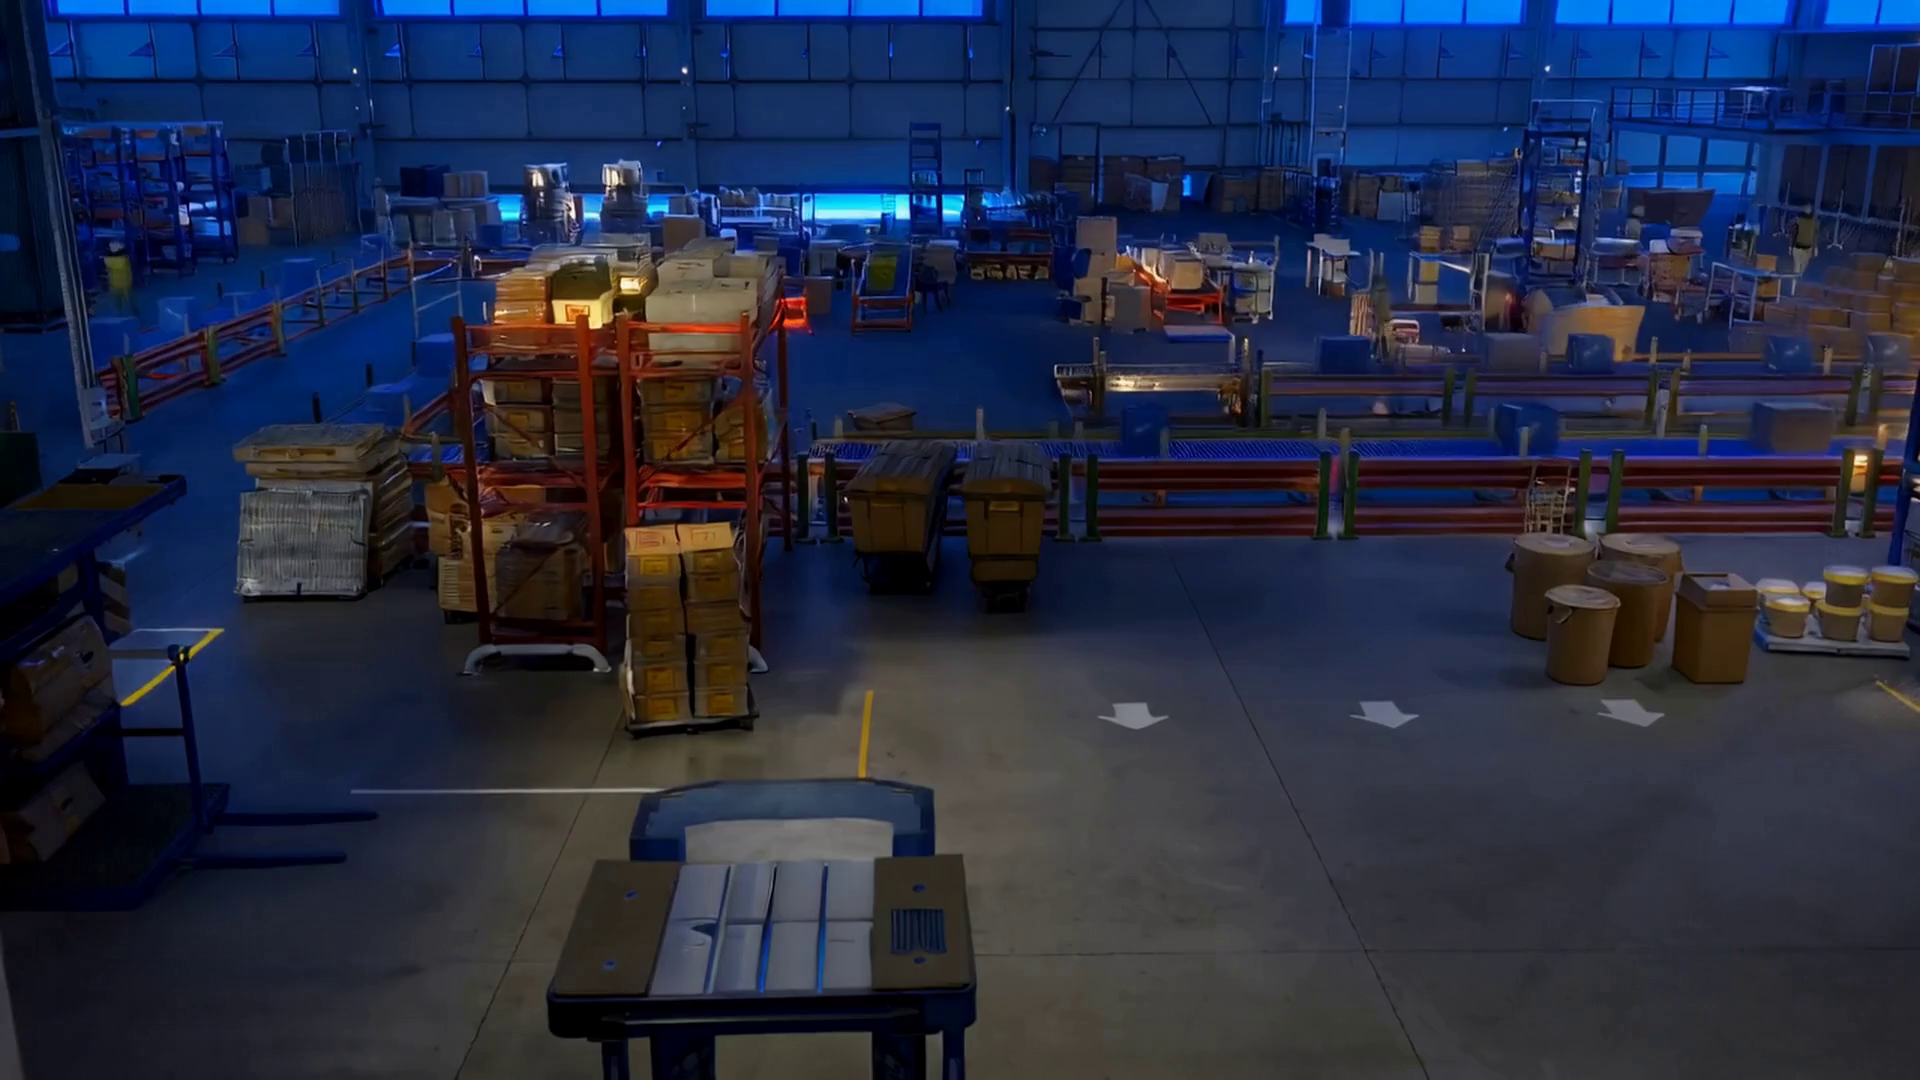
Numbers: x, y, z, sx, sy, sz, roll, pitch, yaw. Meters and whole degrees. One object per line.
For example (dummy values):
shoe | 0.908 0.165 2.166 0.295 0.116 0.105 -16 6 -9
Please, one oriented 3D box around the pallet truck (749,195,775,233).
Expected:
pallet truck | -6.051 -9.967 50.660 0.680 1.201 1.601 0 16 -1

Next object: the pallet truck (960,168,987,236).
pallet truck | 0.383 -10.230 50.206 0.823 1.965 1.885 -1 16 -3

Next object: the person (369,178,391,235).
person | -16.047 -8.963 45.858 0.781 1.964 0.541 7 18 24

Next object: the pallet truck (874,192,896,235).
pallet truck | -2.277 -9.986 50.594 0.653 1.274 1.630 0 16 -1

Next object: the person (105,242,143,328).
person | -16.199 -4.893 32.144 0.530 1.727 0.904 1 16 4

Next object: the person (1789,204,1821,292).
person | 19.285 -6.684 37.978 0.614 1.948 1.018 4 17 14

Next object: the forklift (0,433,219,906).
forklift | -5.952 0.780 10.366 1.873 2.768 1.129 0 16 -1

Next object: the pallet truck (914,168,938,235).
pallet truck | -0.989 -10.316 50.507 0.823 1.965 1.885 1 16 3

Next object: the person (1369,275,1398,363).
person | 7.126 -3.697 28.239 0.834 1.576 0.524 -2 16 -6

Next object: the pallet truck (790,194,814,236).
pallet truck | -4.814 -9.883 50.259 0.704 1.261 1.522 -1 16 -3

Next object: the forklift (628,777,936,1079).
forklift | -0.542 2.165 5.552 1.129 2.768 1.873 -1 16 -2

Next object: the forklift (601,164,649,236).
forklift | -9.948 -10.127 49.296 1.157 1.987 2.680 -1 16 -3

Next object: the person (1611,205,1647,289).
person | 15.299 -6.692 38.075 0.749 1.917 0.552 1 16 2

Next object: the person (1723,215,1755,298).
person | 17.105 -6.222 36.591 0.599 1.828 0.403 14 21 41

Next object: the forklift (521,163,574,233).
forklift | -12.233 -10.122 49.298 1.157 1.987 2.680 0 16 -1
